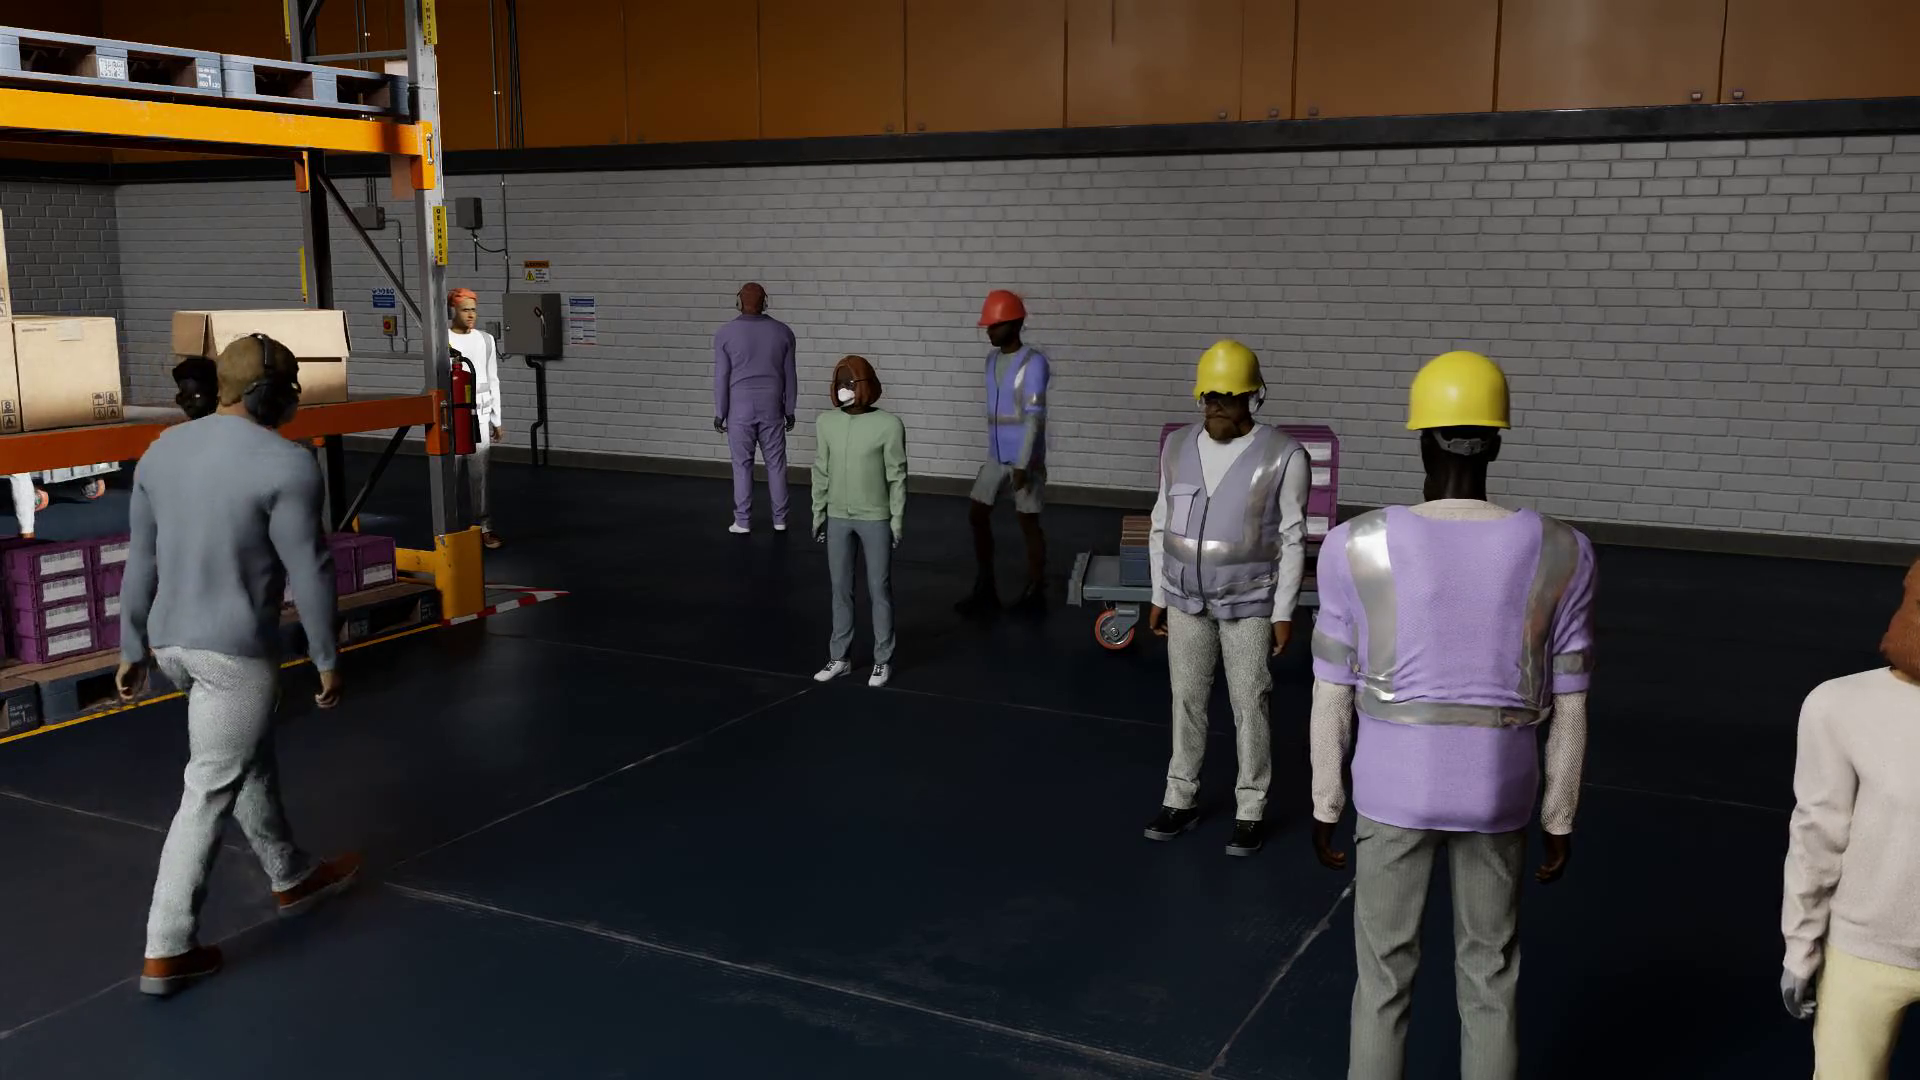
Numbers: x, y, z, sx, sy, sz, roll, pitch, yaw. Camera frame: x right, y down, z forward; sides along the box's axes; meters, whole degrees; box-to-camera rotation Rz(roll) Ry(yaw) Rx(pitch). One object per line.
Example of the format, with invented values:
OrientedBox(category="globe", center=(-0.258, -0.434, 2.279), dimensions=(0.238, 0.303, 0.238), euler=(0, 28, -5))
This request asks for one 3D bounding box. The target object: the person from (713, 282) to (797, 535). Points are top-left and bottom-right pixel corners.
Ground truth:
OrientedBox(category="person", center=(-1.557, -0.991, 12.599), dimensions=(0.648, 1.907, 0.401), euler=(-4, 11, -21))

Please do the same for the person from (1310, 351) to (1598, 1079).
OrientedBox(category="person", center=(1.060, 0.549, 3.662), dimensions=(0.588, 1.918, 0.401), euler=(1, 10, 7))

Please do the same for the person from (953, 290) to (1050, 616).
OrientedBox(category="person", center=(0.244, -0.478, 9.626), dimensions=(0.728, 1.906, 0.569), euler=(-8, 13, -39))

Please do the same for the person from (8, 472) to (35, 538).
OrientedBox(category="person", center=(-6.972, -0.897, 11.962), dimensions=(0.370, 1.940, 0.630), euler=(9, 13, 42))

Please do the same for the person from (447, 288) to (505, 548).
OrientedBox(category="person", center=(-3.538, -0.853, 11.886), dimensions=(0.351, 1.880, 0.577), euler=(8, 13, 40))

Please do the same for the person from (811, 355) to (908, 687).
OrientedBox(category="person", center=(-0.500, -0.092, 8.182), dimensions=(0.506, 1.632, 0.268), euler=(4, 11, 23))

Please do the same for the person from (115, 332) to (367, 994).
OrientedBox(category="person", center=(-2.161, 0.331, 4.993), dimensions=(0.653, 1.879, 0.996), euler=(5, 11, 25))

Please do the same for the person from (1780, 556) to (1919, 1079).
OrientedBox(category="person", center=(1.790, 0.793, 3.087), dimensions=(0.497, 1.625, 0.280), euler=(5, 11, 24))

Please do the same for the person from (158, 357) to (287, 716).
OrientedBox(category="person", center=(-3.258, 0.041, 7.277), dimensions=(0.535, 1.679, 0.372), euler=(3, 10, 17))

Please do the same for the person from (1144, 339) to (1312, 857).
OrientedBox(category="person", center=(0.927, 0.204, 5.915), dimensions=(0.587, 1.828, 0.404), euler=(6, 12, 32))
